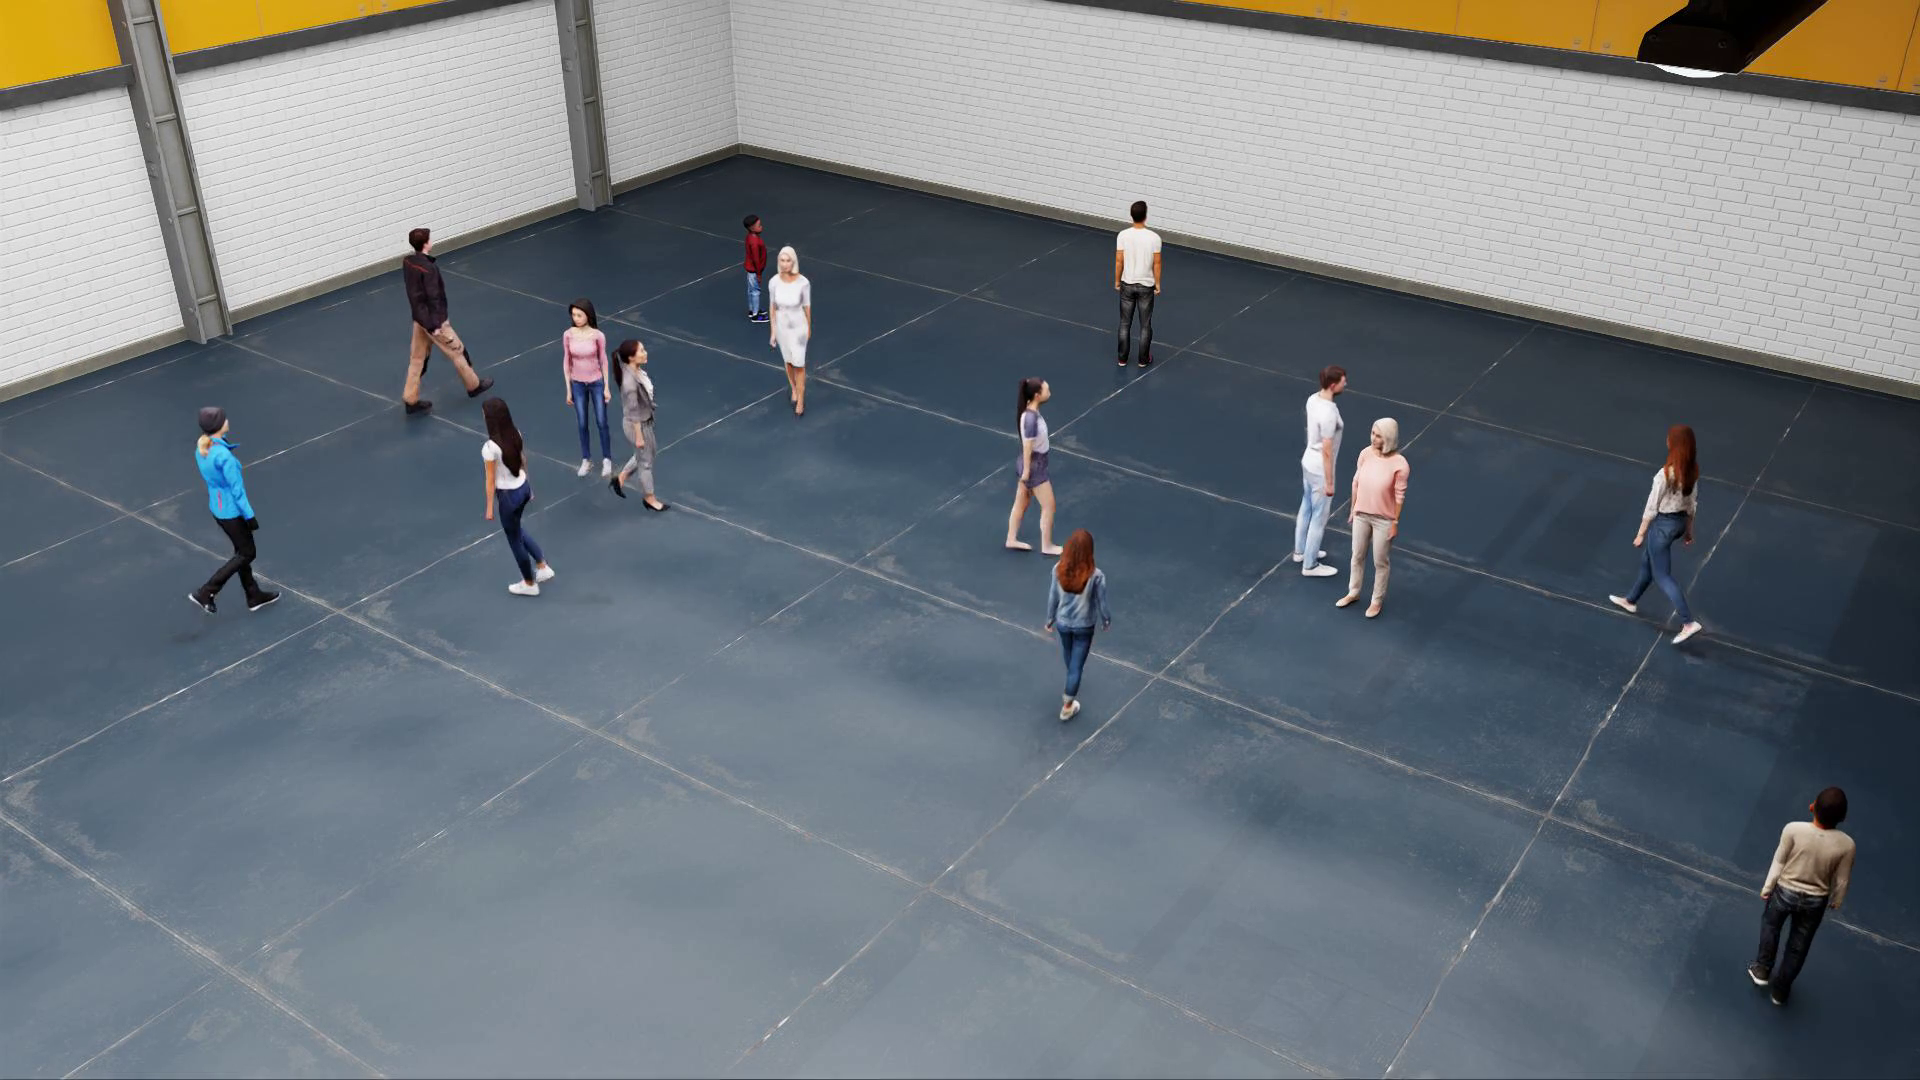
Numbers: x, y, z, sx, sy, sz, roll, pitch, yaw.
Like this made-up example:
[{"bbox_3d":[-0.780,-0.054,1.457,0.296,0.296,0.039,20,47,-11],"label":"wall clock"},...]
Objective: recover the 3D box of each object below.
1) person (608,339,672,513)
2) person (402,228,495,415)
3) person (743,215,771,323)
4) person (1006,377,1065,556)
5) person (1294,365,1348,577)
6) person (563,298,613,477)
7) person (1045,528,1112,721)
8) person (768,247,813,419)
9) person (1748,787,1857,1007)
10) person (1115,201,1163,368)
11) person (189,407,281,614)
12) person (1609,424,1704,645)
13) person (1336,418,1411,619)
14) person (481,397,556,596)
[{"bbox_3d":[-2.929,-0.996,14.755,0.914,1.667,0.858,-4,29,-7],"label":"person"},{"bbox_3d":[-5.386,-2.155,16.661,0.682,1.876,1.208,19,34,30],"label":"person"},{"bbox_3d":[-2.369,-3.123,19.087,0.624,1.253,0.581,-9,30,-17],"label":"person"},{"bbox_3d":[0.519,-0.609,14.084,0.884,1.630,0.841,-1,29,-2],"label":"person"},{"bbox_3d":[2.964,-0.594,13.825,0.801,1.853,0.726,-3,29,-5],"label":"person"},{"bbox_3d":[-3.453,-1.438,15.487,0.653,1.741,0.673,1,29,2],"label":"person"},{"bbox_3d":[0.807,0.637,11.985,0.714,1.454,0.956,12,31,20],"label":"person"},{"bbox_3d":[-1.698,-2.151,16.814,0.813,1.724,0.955,3,29,6],"label":"person"},{"bbox_3d":[4.739,2.051,9.393,0.590,1.452,0.554,14,32,24],"label":"person"},{"bbox_3d":[1.893,-2.739,17.810,0.711,1.801,0.666,7,29,12],"label":"person"},{"bbox_3d":[-5.829,-0.179,13.131,0.999,1.788,0.765,-21,35,-33],"label":"person"},{"bbox_3d":[5.579,-0.037,12.968,1.138,1.695,0.989,-16,33,-27],"label":"person"},{"bbox_3d":[3.312,-0.198,13.233,0.623,1.724,0.553,23,36,35],"label":"person"},{"bbox_3d":[-3.529,-0.322,13.421,0.758,1.761,0.684,8,30,15],"label":"person"}]
